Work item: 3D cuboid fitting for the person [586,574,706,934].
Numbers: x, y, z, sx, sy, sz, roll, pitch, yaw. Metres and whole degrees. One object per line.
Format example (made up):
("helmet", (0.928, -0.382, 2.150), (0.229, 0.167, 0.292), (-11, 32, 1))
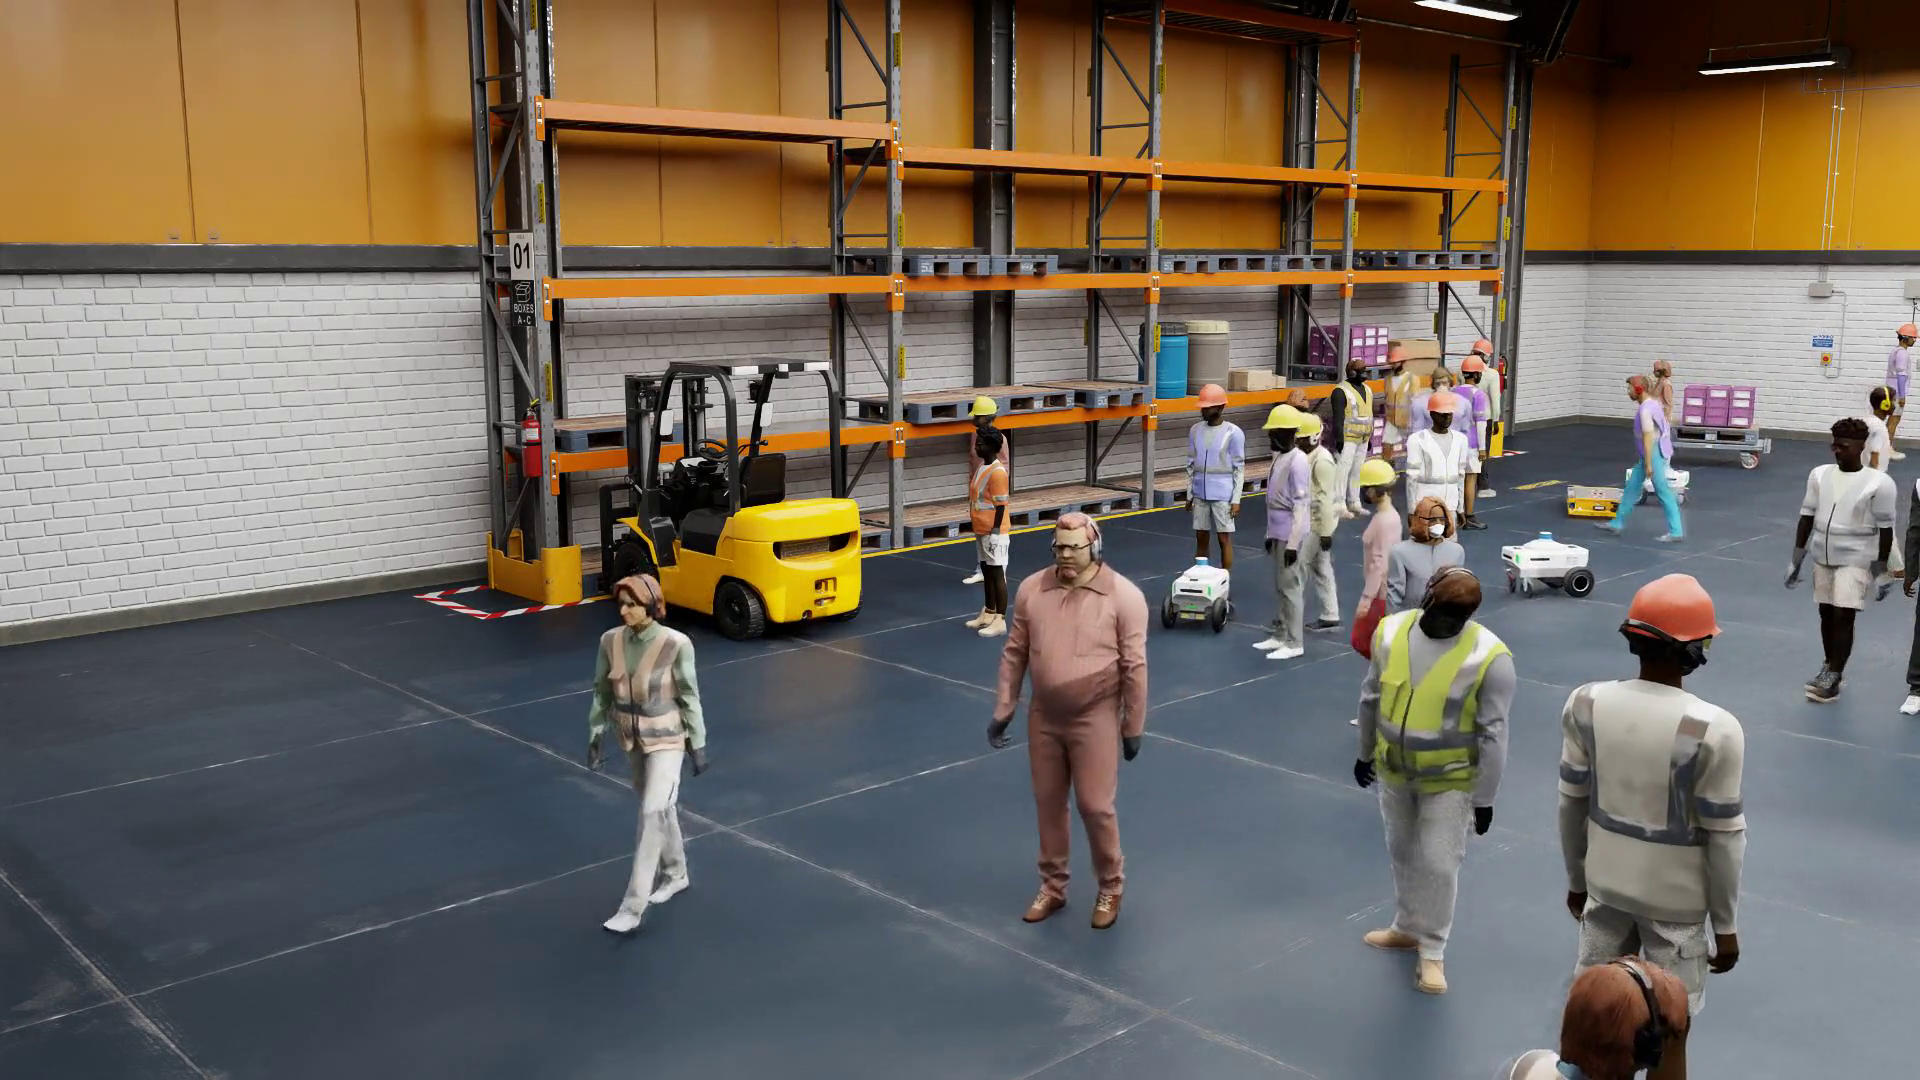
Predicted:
("person", (-1.469, 0.958, 7.549), (0.539, 1.600, 0.819), (5, 11, 29))

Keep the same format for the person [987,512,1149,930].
("person", (0.501, 0.810, 7.576), (0.681, 1.899, 0.433), (6, 11, 30))

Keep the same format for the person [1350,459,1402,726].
("person", (2.697, 0.355, 10.673), (0.406, 1.748, 0.522), (1, 10, 7))

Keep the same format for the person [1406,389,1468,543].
("person", (3.978, -0.287, 13.862), (0.545, 1.938, 0.361), (-3, 10, -16))

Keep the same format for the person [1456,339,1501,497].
("person", (6.558, -1.540, 21.036), (0.401, 1.989, 0.623), (-8, 13, -40))

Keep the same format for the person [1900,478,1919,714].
("person", (6.546, 0.220, 10.951), (0.590, 1.919, 0.391), (6, 11, 30))

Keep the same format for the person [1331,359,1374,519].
("person", (4.588, -1.181, 19.371), (0.625, 1.847, 0.429), (-8, 13, -40))

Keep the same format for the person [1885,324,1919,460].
("person", (14.052, -2.209, 24.854), (0.410, 2.033, 0.608), (3, 10, 20))

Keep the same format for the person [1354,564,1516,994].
("person", (1.969, 0.967, 6.941), (0.534, 1.805, 0.695), (-9, 13, -43))

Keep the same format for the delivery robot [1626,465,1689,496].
("delivery robot", (8.500, -0.738, 20.271), (0.707, 0.478, 0.477), (4, 10, 21))

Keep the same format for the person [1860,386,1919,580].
("person", (8.642, -0.528, 15.646), (0.887, 1.816, 0.552), (2, 10, 9))

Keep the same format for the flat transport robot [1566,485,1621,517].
("flat transport robot", (7.577, -0.469, 19.797), (0.652, 0.197, 1.431), (3, 10, 18))

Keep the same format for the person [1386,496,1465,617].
("person", (2.752, 0.549, 9.854), (0.499, 1.634, 0.279), (-2, 10, -14))

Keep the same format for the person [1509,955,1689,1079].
("person", (1.357, 1.644, 3.487), (0.714, 1.608, 0.535), (-4, 10, -22))

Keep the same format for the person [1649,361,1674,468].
("person", (9.430, -1.594, 22.391), (0.311, 1.636, 0.521), (1, 10, 8))

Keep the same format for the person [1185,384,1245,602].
("person", (2.197, -0.397, 14.511), (0.550, 1.933, 0.375), (8, 13, 40))

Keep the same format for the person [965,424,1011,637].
("person", (0.233, -0.078, 13.344), (0.319, 1.696, 0.532), (-3, 10, -16))

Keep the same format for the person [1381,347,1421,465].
("person", (5.702, -1.553, 21.430), (0.541, 1.894, 0.983), (9, 13, 42))

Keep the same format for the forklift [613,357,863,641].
("forklift", (-1.847, -0.414, 13.852), (1.214, 2.155, 2.313), (-9, 13, -42))

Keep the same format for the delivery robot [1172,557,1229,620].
("delivery robot", (1.984, 0.385, 13.697), (0.477, 0.478, 0.707), (4, 10, 21))

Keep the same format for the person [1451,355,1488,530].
("person", (5.663, -1.083, 18.521), (0.360, 1.939, 0.543), (-5, 11, -25))

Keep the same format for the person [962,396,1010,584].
("person", (0.247, -0.434, 15.229), (0.329, 1.765, 0.526), (-7, 12, -35))

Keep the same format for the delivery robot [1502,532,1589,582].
("delivery robot", (5.252, 0.171, 14.949), (0.707, 0.478, 0.477), (-1, 10, -6))

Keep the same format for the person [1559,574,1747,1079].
("person", (2.212, 1.117, 5.327), (0.381, 2.045, 0.605), (-7, 12, -37))

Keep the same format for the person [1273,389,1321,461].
("person", (3.583, -0.797, 17.736), (0.499, 1.632, 0.285), (2, 10, 10))

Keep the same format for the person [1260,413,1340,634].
("person", (2.722, -0.128, 13.328), (0.772, 1.791, 0.628), (0, 10, -1))

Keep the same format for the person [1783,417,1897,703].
("person", (6.018, 0.133, 11.411), (0.519, 1.966, 0.642), (-5, 11, -27))

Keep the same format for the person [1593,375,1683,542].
("person", (7.305, -0.868, 17.803), (1.011, 1.762, 0.571), (4, 11, 23))

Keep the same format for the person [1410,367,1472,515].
("person", (5.041, -0.888, 17.539), (0.644, 1.901, 0.935), (1, 10, 4))

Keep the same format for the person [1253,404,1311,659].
("person", (2.451, -0.065, 12.590), (0.380, 1.926, 0.590), (0, 10, -2))
